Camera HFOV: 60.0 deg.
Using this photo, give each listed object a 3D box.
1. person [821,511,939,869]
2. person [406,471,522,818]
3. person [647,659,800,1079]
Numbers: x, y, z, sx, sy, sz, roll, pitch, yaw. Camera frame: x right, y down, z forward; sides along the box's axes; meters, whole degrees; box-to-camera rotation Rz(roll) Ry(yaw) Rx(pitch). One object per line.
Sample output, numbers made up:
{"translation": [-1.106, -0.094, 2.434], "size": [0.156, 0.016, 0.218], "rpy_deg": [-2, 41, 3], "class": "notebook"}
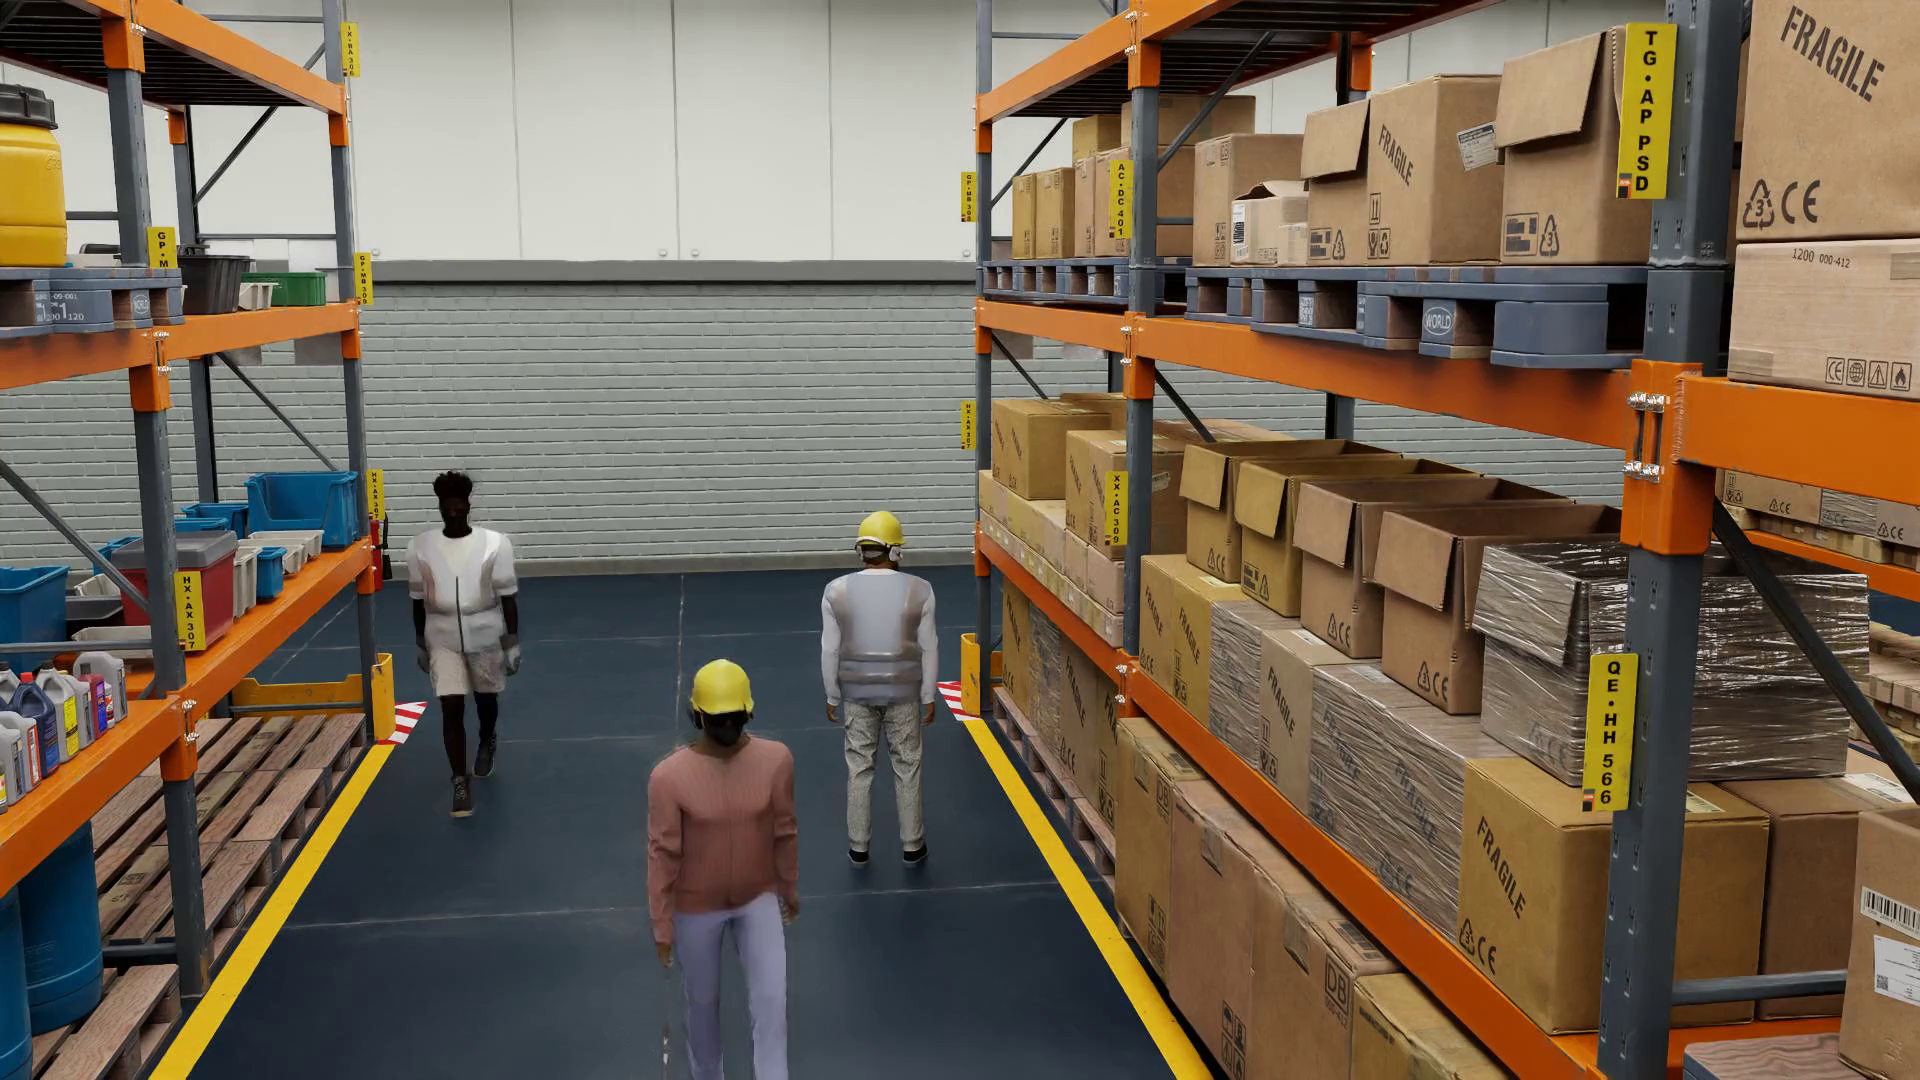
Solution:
{"translation": [-0.403, 0.765, 8.443], "size": [0.591, 1.824, 0.404], "rpy_deg": [0, 9, 2], "class": "person"}
{"translation": [-2.838, 0.534, 9.564], "size": [0.615, 1.925, 0.980], "rpy_deg": [-2, 9, -12], "class": "person"}
{"translation": [-0.766, 1.264, 5.611], "size": [0.553, 1.729, 0.815], "rpy_deg": [-4, 10, -22], "class": "person"}
